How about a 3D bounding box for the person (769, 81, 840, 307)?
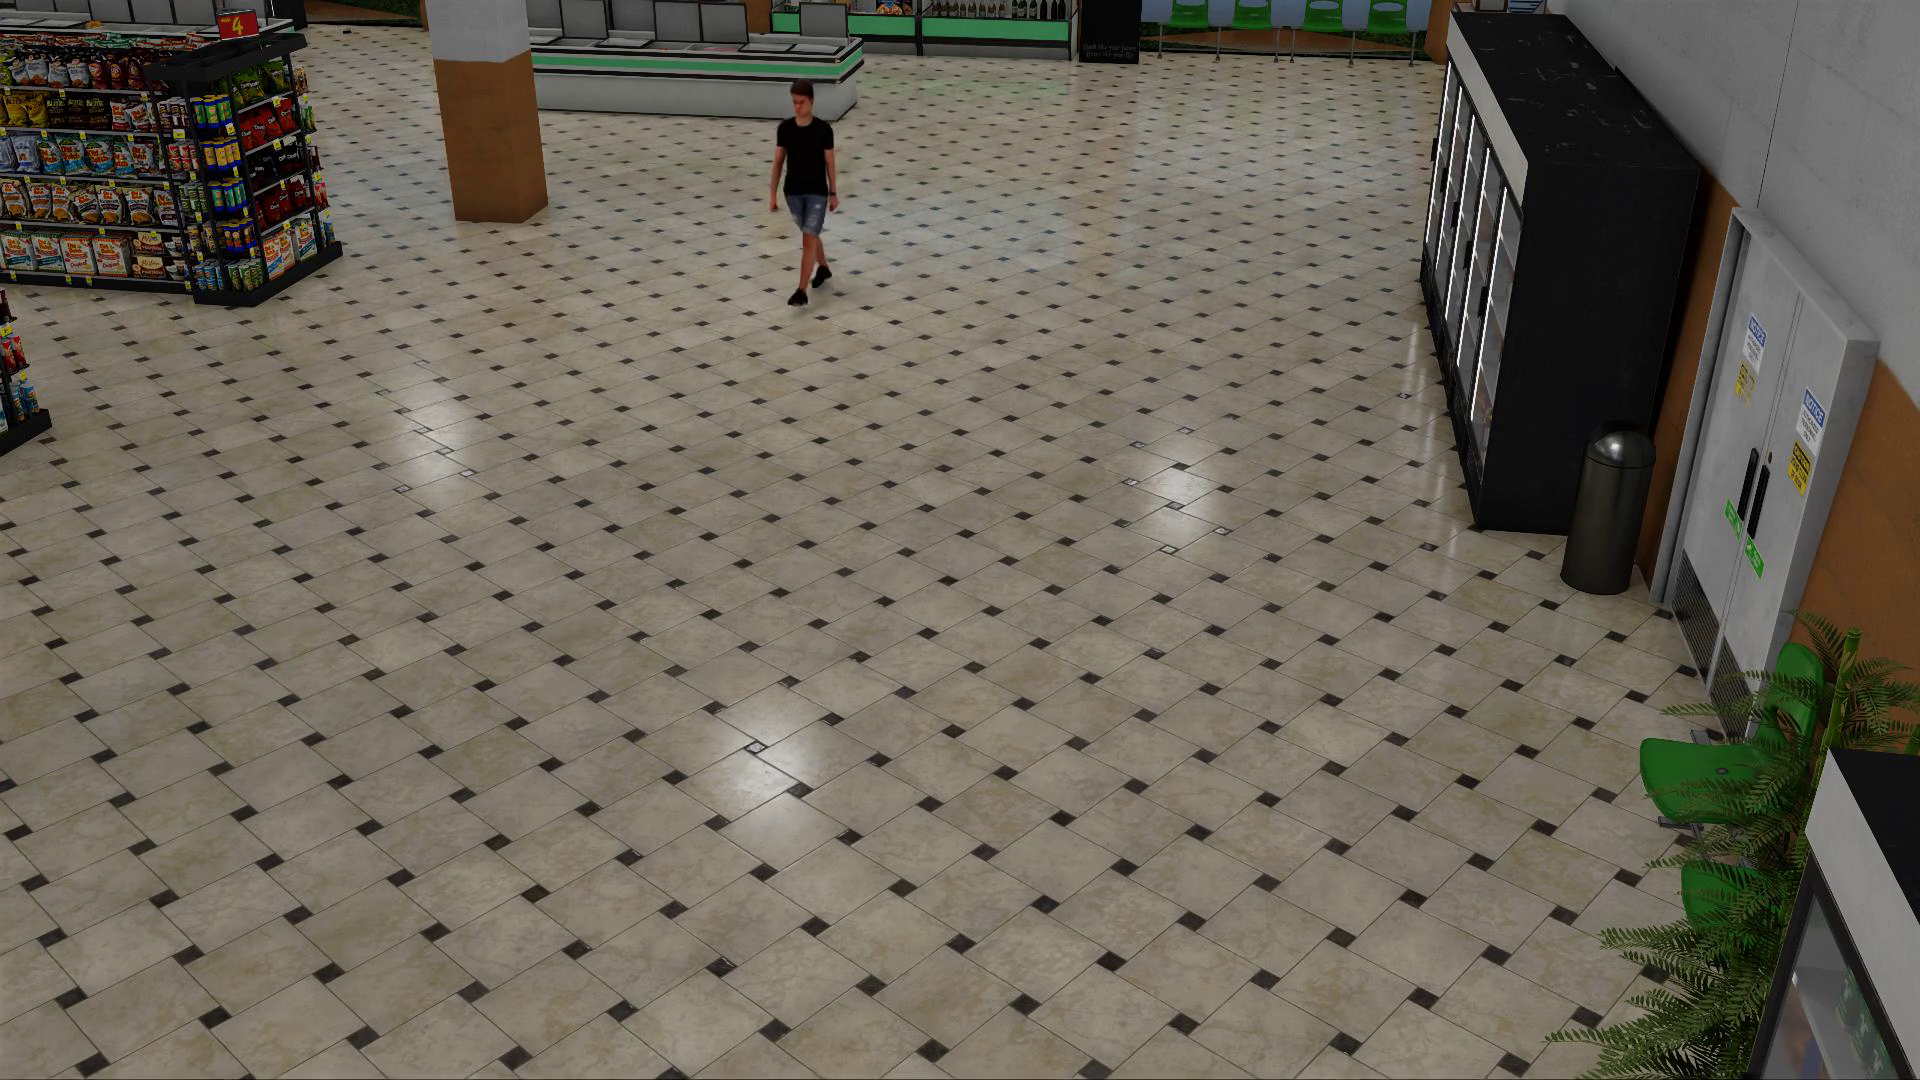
[{"bbox_3d":[-1.255,-2.928,14.021,1.180,1.801,0.867,8,28,16],"label":"person"}]
